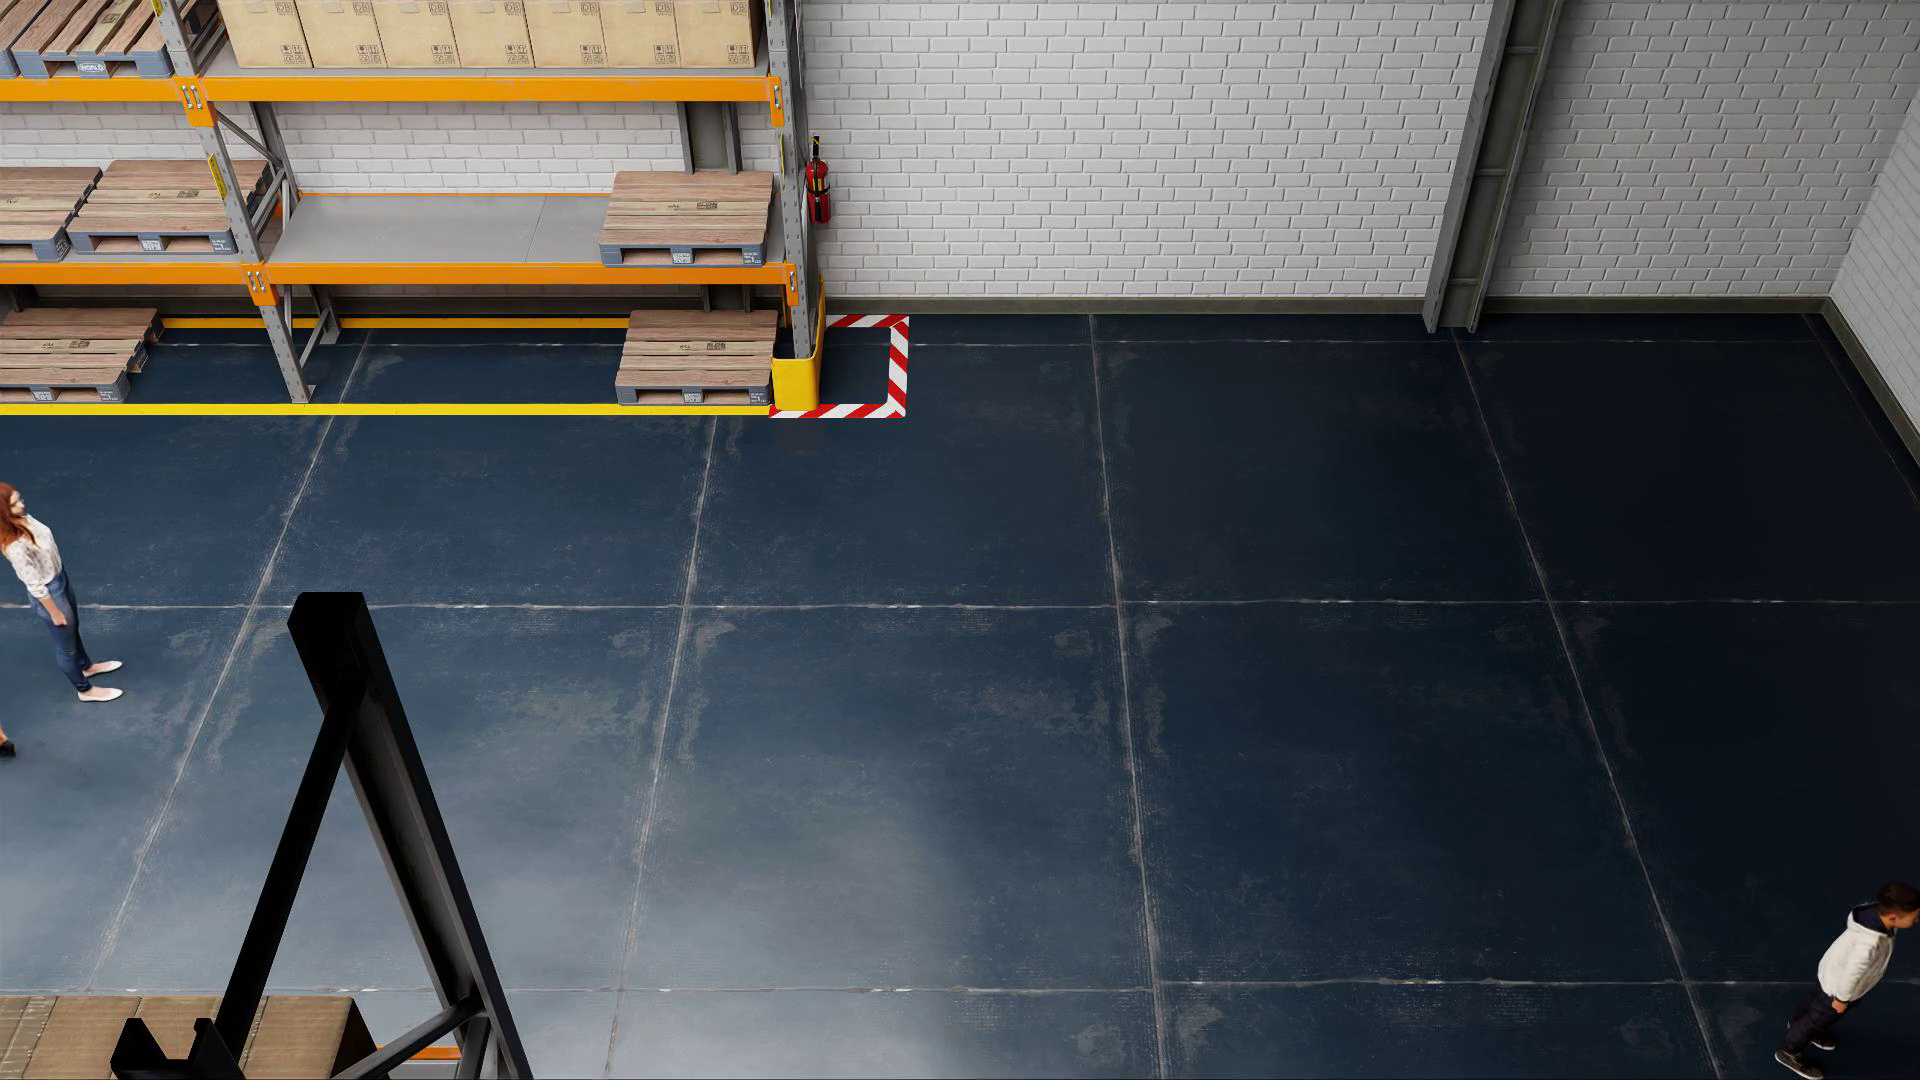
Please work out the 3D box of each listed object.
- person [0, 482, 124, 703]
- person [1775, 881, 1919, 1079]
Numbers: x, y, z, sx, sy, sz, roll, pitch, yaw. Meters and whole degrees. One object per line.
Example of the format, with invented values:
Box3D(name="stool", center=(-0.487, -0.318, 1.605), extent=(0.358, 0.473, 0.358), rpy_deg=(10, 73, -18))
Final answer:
Box3D(name="person", center=(-5.702, 0.318, 10.412), extent=(0.597, 1.728, 0.629), rpy_deg=(-12, 45, -12))
Box3D(name="person", center=(4.572, 2.226, 8.613), extent=(0.730, 1.448, 0.682), rpy_deg=(32, 52, 29))
